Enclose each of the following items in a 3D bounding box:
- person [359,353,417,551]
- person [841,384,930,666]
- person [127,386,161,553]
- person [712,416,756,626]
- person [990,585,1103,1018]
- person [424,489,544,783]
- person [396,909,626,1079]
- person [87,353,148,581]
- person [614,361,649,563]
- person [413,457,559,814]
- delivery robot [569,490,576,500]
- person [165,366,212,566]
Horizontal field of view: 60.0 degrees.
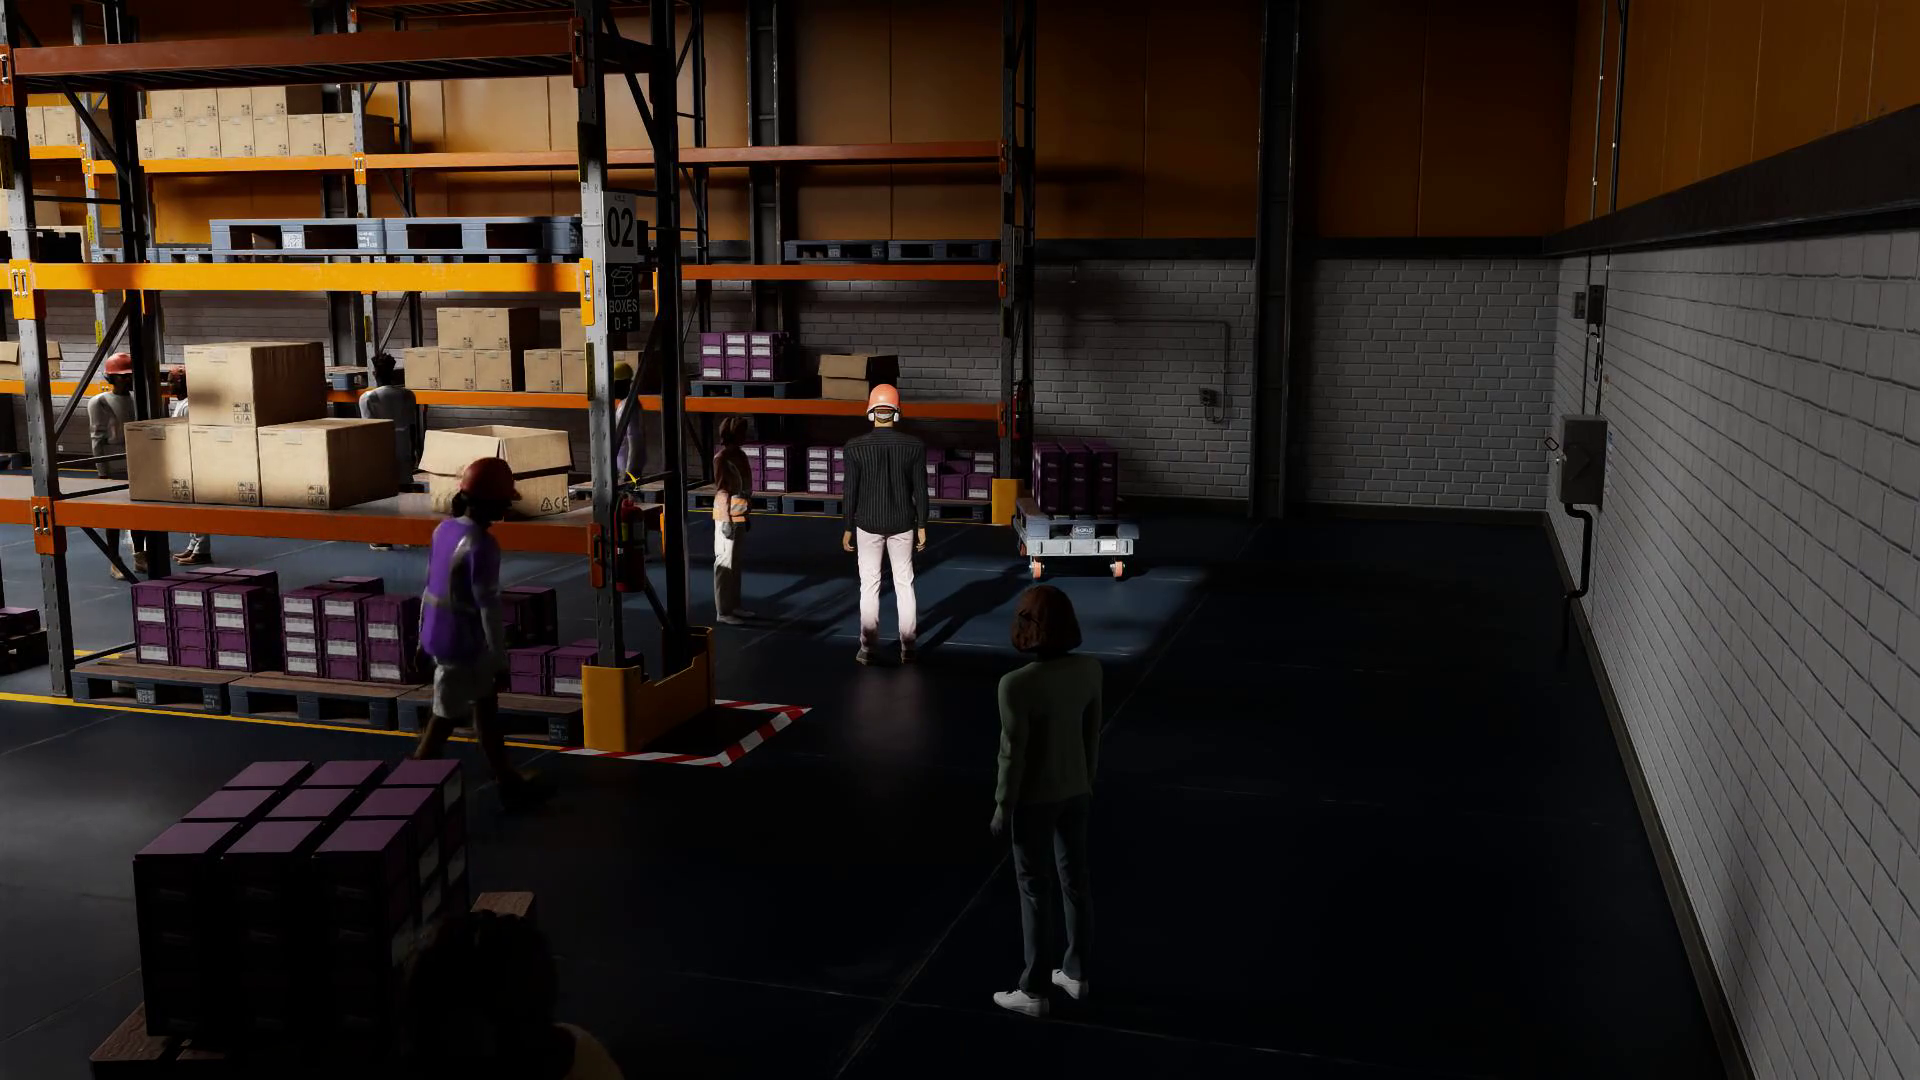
[{"bbox_3d":[-5.680,-0.871,16.550,0.367,1.955,0.604,8,12,39],"label":"person"},{"bbox_3d":[-0.530,-0.106,11.760,0.626,1.992,0.387,-2,9,-11],"label":"person"},{"bbox_3d":[-7.968,-0.738,16.204,0.514,1.810,0.723,-2,10,-12],"label":"person"},{"bbox_3d":[-1.795,-0.157,13.150,0.313,1.642,0.513,2,10,13],"label":"person"},{"bbox_3d":[0.327,0.974,6.268,0.500,1.636,0.285,-8,12,-40],"label":"person"},{"bbox_3d":[-2.609,0.523,8.977,0.833,1.634,0.563,0,9,-2],"label":"person"},{"bbox_3d":[-0.652,1.482,2.717,0.657,1.807,0.642,-2,10,-13],"label":"person"},{"bbox_3d":[-7.518,-0.666,15.031,0.374,2.044,0.605,5,10,26],"label":"person"},{"bbox_3d":[-3.170,-0.732,15.791,0.387,1.922,0.594,-2,10,-15],"label":"person"},{"bbox_3d":[-2.426,0.525,8.281,0.957,1.873,0.552,-6,11,-33],"label":"person"},{"bbox_3d":[-4.297,-0.386,17.564,0.477,0.478,0.707,0,9,2],"label":"delivery robot"},{"bbox_3d":[-7.308,-0.702,15.744,0.355,1.881,0.575,-6,11,-31],"label":"person"}]
